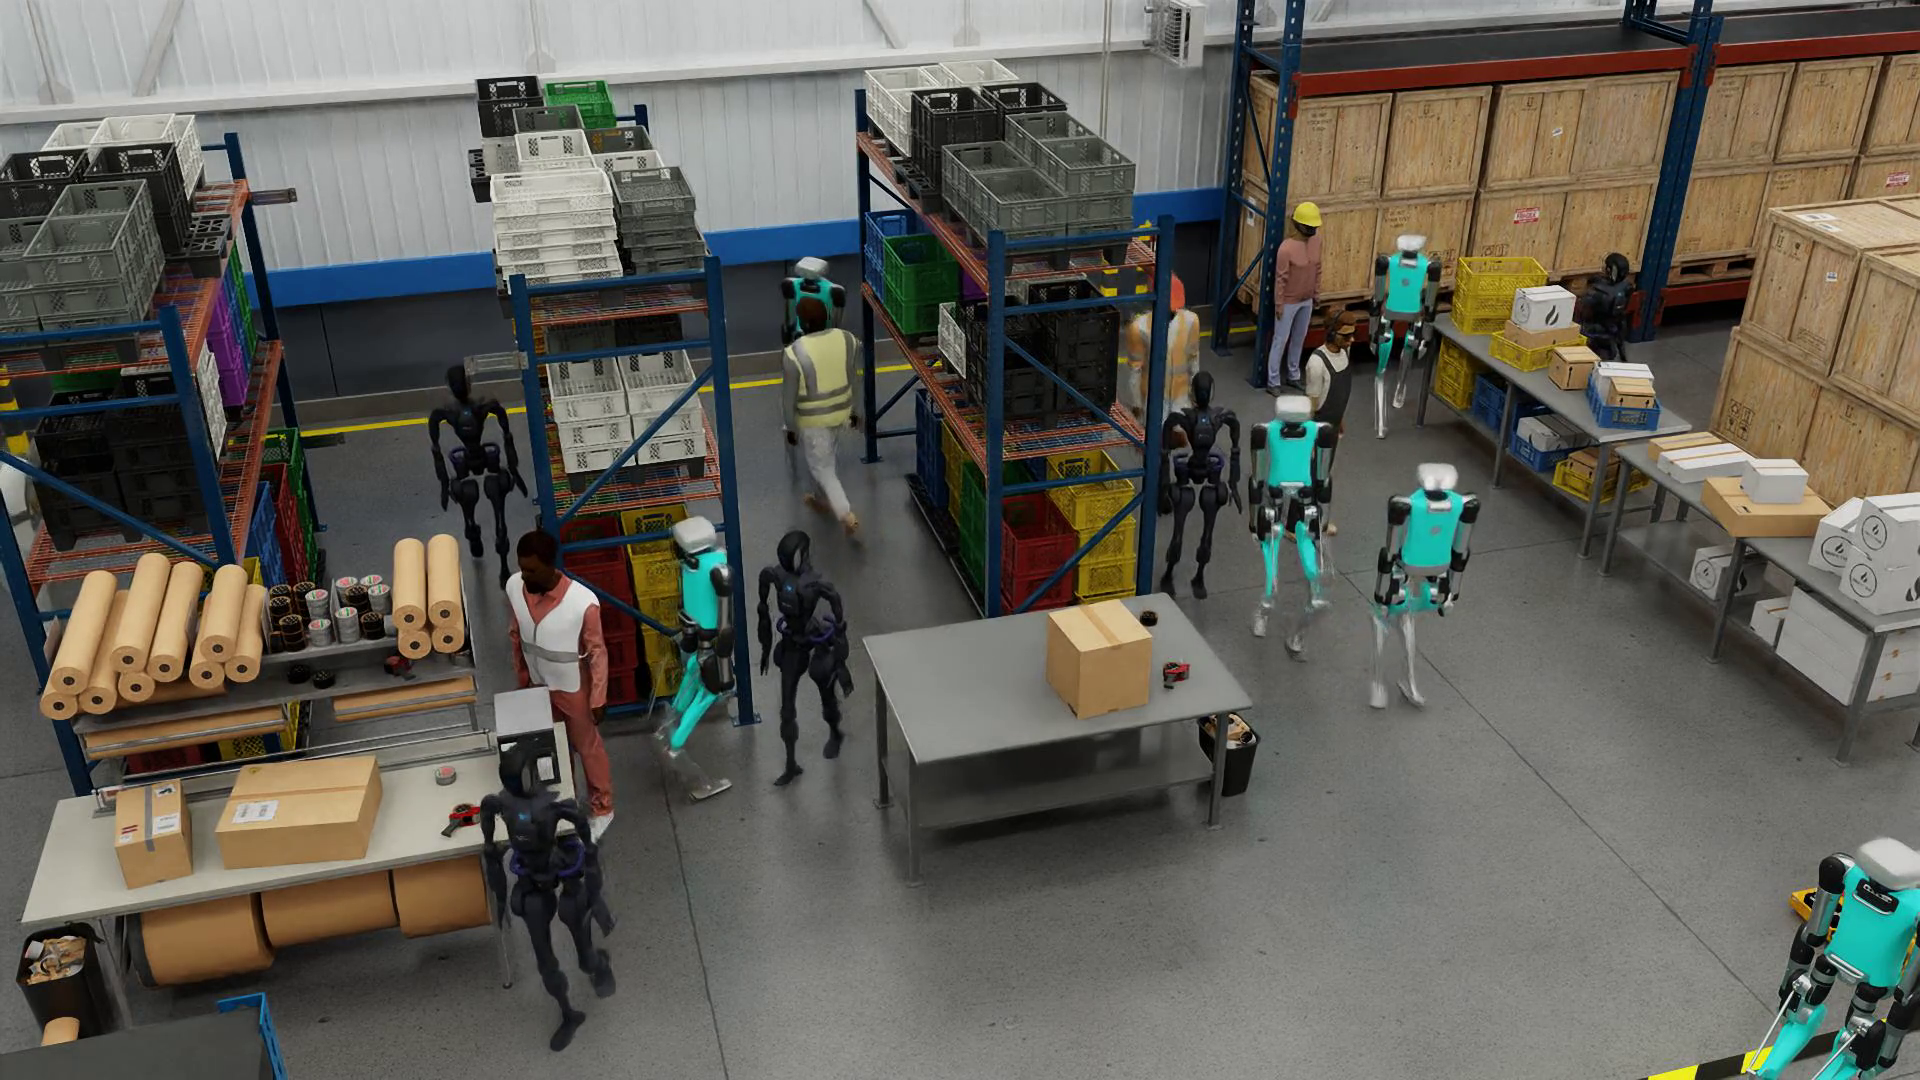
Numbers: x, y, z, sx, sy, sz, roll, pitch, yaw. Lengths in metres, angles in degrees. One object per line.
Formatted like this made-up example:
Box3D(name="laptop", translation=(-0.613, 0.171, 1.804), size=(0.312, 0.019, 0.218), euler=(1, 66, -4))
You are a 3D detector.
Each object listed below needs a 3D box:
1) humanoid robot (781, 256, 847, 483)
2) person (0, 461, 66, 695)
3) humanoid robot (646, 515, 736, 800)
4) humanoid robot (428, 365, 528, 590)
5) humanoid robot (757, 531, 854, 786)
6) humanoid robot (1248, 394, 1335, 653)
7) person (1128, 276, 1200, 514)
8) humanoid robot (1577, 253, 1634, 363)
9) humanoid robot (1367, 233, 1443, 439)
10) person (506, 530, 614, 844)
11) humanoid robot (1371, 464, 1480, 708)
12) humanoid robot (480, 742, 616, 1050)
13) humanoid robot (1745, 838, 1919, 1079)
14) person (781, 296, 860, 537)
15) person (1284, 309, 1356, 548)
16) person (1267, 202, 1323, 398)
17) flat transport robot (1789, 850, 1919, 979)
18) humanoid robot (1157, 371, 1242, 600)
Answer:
Box3D(name="humanoid robot", translation=(-1.224, -1.222, 12.954), size=(0.551, 1.853, 0.779), euler=(9, 30, 16))
Box3D(name="person", translation=(-5.984, 0.097, 10.412), size=(0.578, 1.786, 0.941), euler=(-5, 29, -9))
Box3D(name="humanoid robot", translation=(-1.562, 0.769, 9.277), size=(0.654, 1.837, 0.537), euler=(-20, 34, -31))
Box3D(name="humanoid robot", translation=(-3.346, -0.486, 11.601), size=(0.596, 1.640, 0.571), euler=(-9, 30, -16))
Box3D(name="humanoid robot", translation=(-0.883, 0.647, 9.561), size=(0.603, 1.625, 0.697), euler=(12, 31, 20))
Box3D(name="humanoid robot", translation=(2.110, -0.040, 10.634), size=(0.548, 1.718, 0.722), euler=(2, 29, 4))
Box3D(name="person", translation=(1.521, -1.126, 12.510), size=(0.585, 1.904, 0.588), euler=(-7, 30, -13))
Box3D(name="humanoid robot", translation=(5.187, -1.561, 13.543), size=(0.612, 1.646, 0.433), euler=(-15, 32, -25))
Box3D(name="humanoid robot", translation=(3.706, -1.798, 13.953), size=(0.530, 1.776, 1.012), euler=(9, 30, 15))
Box3D(name="person", translation=(-2.158, 0.777, 9.037), size=(0.596, 1.914, 0.372), euler=(14, 32, 23))
Box3D(name="humanoid robot", translation=(2.742, 0.253, 10.170), size=(0.548, 1.773, 0.748), euler=(-1, 29, -2))
Box3D(name="humanoid robot", translation=(-1.888, 1.599, 7.812), size=(0.594, 1.635, 0.547), euler=(6, 29, 11))
Box3D(name="humanoid robot", translation=(3.503, 2.014, 6.835), size=(0.735, 1.675, 0.533), euler=(-16, 33, -27))
Box3D(name="person", translation=(-0.974, -0.891, 12.196), size=(0.627, 1.807, 0.841), euler=(-21, 35, -33))
Box3D(name="person", translation=(2.623, -0.811, 12.016), size=(0.336, 1.838, 0.505), euler=(20, 35, 32))
Box3D(name="person", translation=(2.920, -2.071, 14.382), size=(0.521, 1.762, 0.335), euler=(-19, 34, -31))
Box3D(name="flat transport robot", translation=(5.163, 1.916, 8.676), size=(1.431, 0.231, 0.659), euler=(-8, 30, -14))
Box3D(name="humanoid robot", translation=(1.641, -0.361, 11.352), size=(0.589, 1.655, 0.368), euler=(-1, 29, -1))
